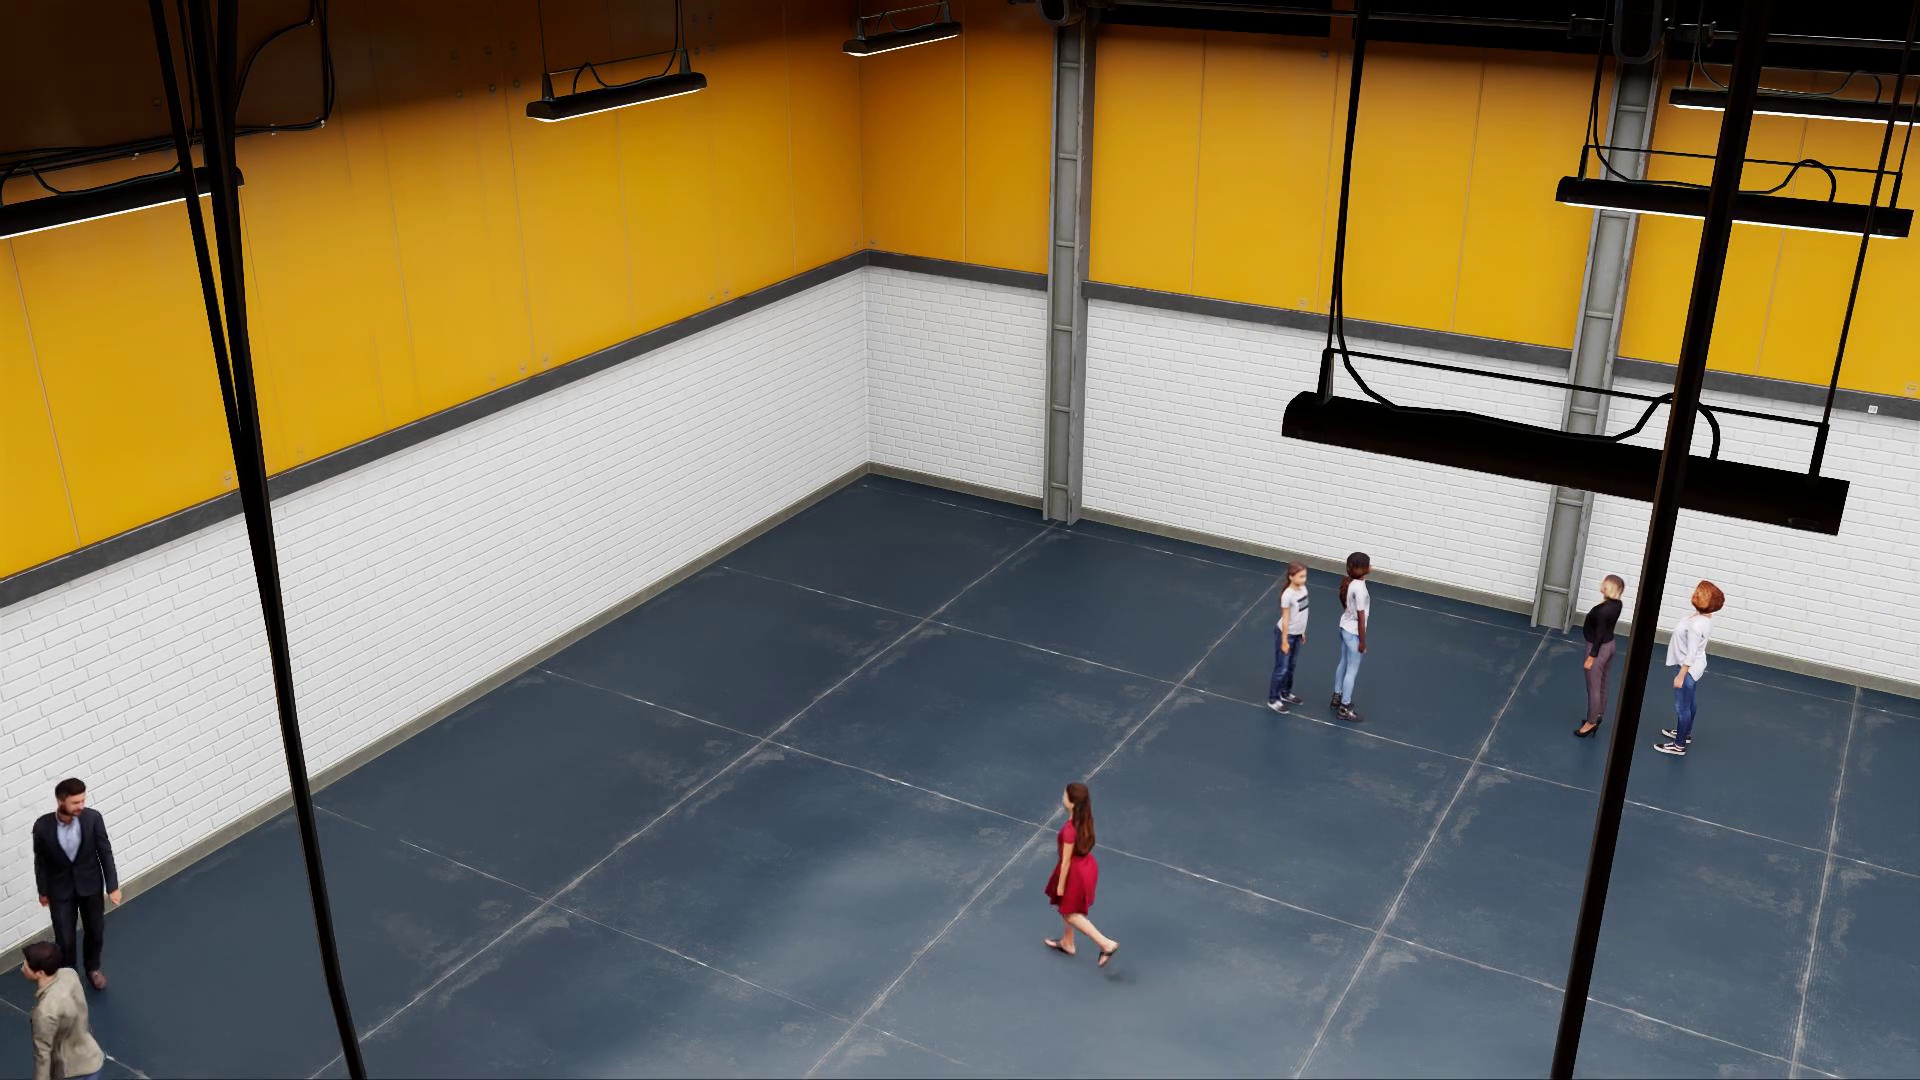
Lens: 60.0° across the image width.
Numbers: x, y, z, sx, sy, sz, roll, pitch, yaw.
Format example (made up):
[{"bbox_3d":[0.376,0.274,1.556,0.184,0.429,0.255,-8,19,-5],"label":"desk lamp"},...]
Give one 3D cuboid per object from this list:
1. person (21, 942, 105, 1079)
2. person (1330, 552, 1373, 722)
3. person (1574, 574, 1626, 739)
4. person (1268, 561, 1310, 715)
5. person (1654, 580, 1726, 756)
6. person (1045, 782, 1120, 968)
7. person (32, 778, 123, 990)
[{"bbox_3d":[-5.465,3.306,10.445,0.872,1.852,0.810,-7,25,-15],"label":"person"},{"bbox_3d":[3.800,0.909,16.095,0.695,1.719,0.669,-2,24,-4],"label":"person"},{"bbox_3d":[6.068,1.091,15.739,0.583,1.671,0.634,19,30,37],"label":"person"},{"bbox_3d":[3.232,0.914,16.281,0.571,1.562,0.579,20,31,38],"label":"person"},{"bbox_3d":[6.825,1.171,15.504,0.619,1.712,0.647,15,28,31],"label":"person"},{"bbox_3d":[0.936,2.549,12.571,0.857,1.537,0.562,12,26,25],"label":"person"},{"bbox_3d":[-6.526,2.543,12.234,0.821,1.818,0.839,-9,25,-19],"label":"person"}]
